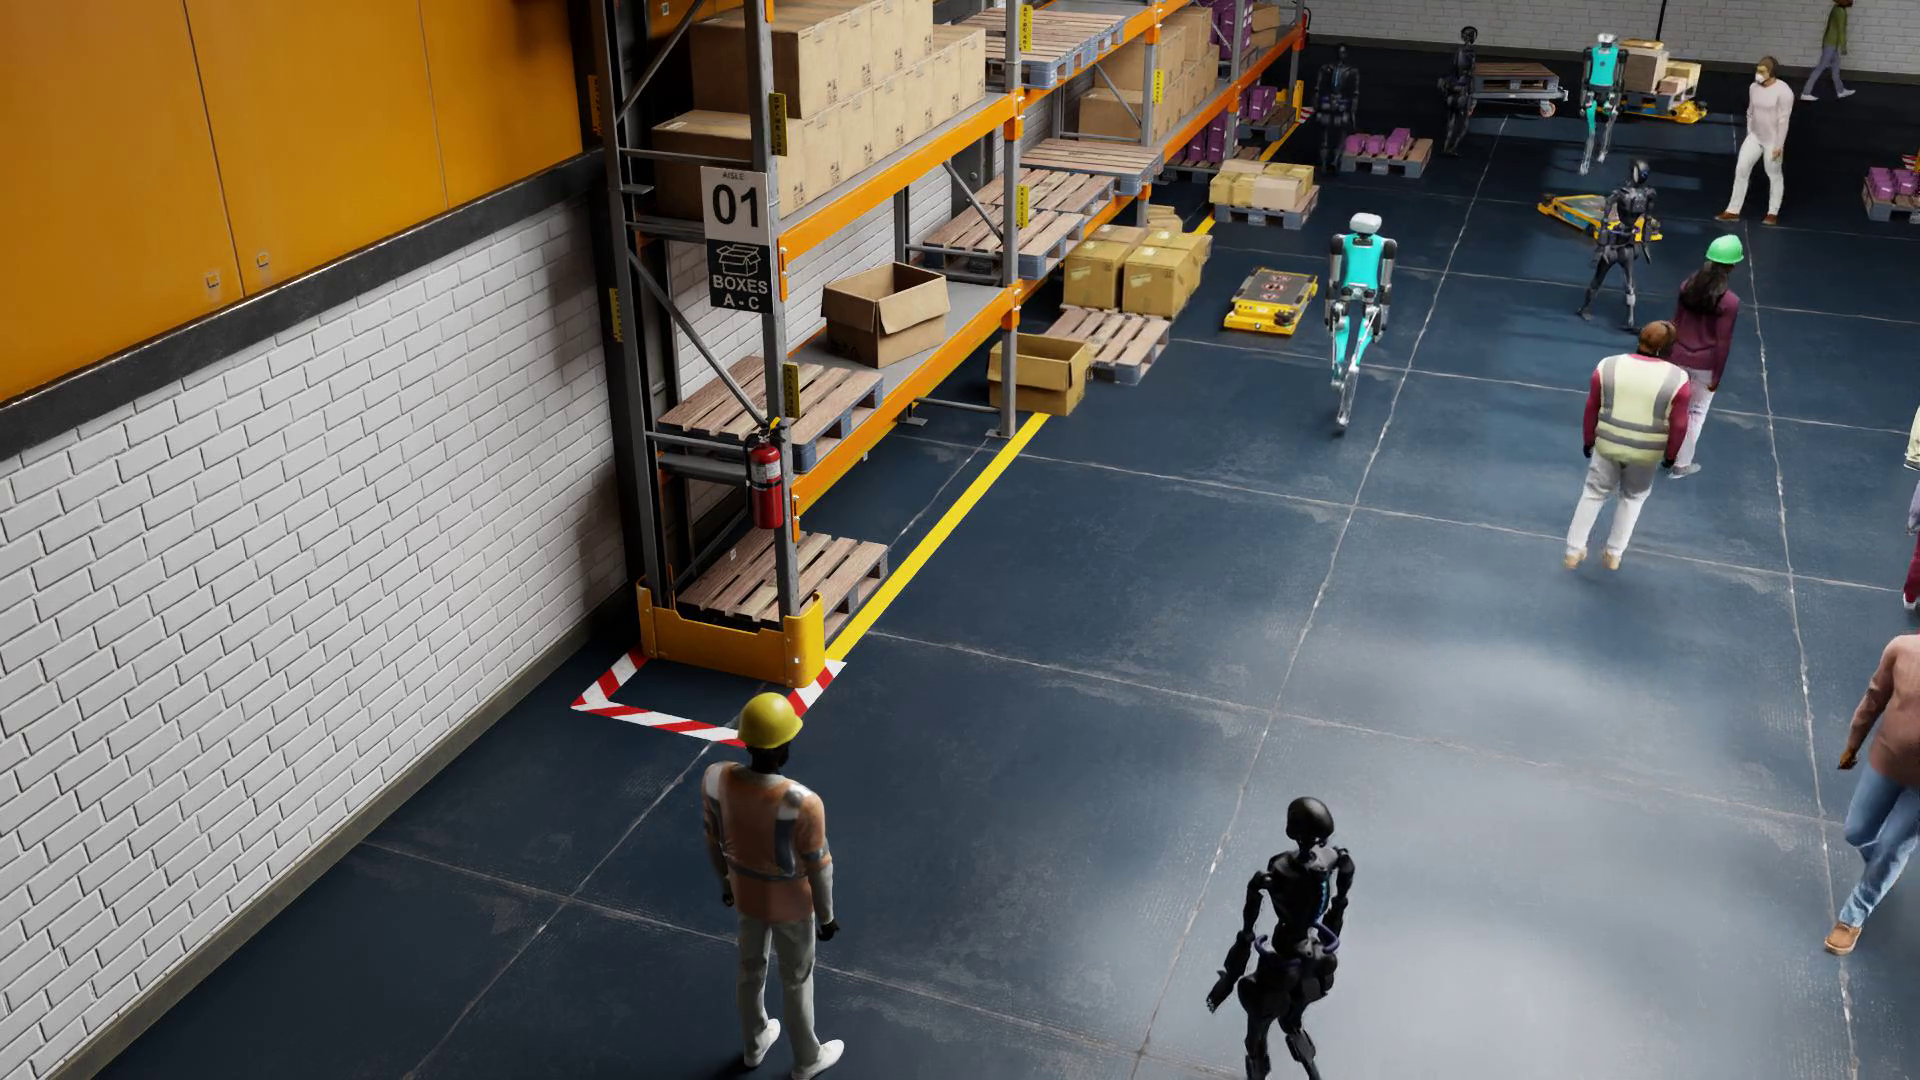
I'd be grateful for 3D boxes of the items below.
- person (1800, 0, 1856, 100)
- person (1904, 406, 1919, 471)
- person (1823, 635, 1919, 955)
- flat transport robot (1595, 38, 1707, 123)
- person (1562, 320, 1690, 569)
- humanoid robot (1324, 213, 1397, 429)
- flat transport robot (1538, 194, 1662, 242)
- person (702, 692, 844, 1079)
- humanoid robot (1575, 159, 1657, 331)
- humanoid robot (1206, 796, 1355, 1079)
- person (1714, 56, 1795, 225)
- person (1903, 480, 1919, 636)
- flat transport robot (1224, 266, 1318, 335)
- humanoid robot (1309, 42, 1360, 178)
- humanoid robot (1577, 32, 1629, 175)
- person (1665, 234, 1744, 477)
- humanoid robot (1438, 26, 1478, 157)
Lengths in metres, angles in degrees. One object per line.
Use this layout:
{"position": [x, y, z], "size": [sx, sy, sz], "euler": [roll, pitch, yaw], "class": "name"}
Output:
{"position": [12.865, -7.226, 24.317], "size": [0.823, 1.597, 0.521], "euler": [7, 28, 12], "class": "person"}
{"position": [7.646, -1.371, 12.798], "size": [0.335, 1.741, 0.562], "euler": [16, 31, 28], "class": "person"}
{"position": [4.520, 1.064, 7.853], "size": [0.646, 1.944, 0.651], "euler": [-23, 35, -38], "class": "person"}
{"position": [9.841, -6.191, 23.759], "size": [1.431, 0.231, 0.659], "euler": [20, 33, 33], "class": "flat transport robot"}
{"position": [4.534, -0.612, 11.261], "size": [0.667, 1.805, 0.452], "euler": [15, 31, 27], "class": "person"}
{"position": [3.169, -1.694, 13.499], "size": [0.532, 1.783, 1.016], "euler": [10, 29, 18], "class": "humanoid robot"}
{"position": [7.232, -3.648, 18.826], "size": [0.659, 0.231, 1.431], "euler": [-7, 28, -13], "class": "flat transport robot"}
{"position": [-0.784, 1.487, 7.058], "size": [0.587, 1.926, 0.366], "euler": [12, 30, 23], "class": "person"}
{"position": [6.236, -2.779, 15.650], "size": [0.601, 1.622, 0.777], "euler": [-8, 28, -15], "class": "humanoid robot"}
{"position": [1.342, 1.772, 6.783], "size": [0.597, 1.648, 0.447], "euler": [-14, 30, -25], "class": "humanoid robot"}
{"position": [9.058, -4.484, 18.707], "size": [0.722, 1.880, 0.632], "euler": [-10, 29, -19], "class": "person"}
{"position": [6.309, -0.139, 10.561], "size": [0.512, 1.596, 0.798], "euler": [16, 31, 28], "class": "person"}
{"position": [3.071, -2.356, 16.320], "size": [0.659, 0.231, 1.431], "euler": [10, 29, 18], "class": "flat transport robot"}
{"position": [4.567, -5.249, 20.400], "size": [0.585, 1.648, 0.469], "euler": [9, 29, 18], "class": "humanoid robot"}
{"position": [8.098, -5.511, 20.914], "size": [0.541, 1.781, 1.035], "euler": [17, 32, 30], "class": "humanoid robot"}
{"position": [5.527, -1.351, 12.546], "size": [0.566, 1.938, 0.502], "euler": [-19, 33, -32], "class": "person"}
{"position": [6.403, -5.743, 21.363], "size": [0.342, 1.645, 0.587], "euler": [-7, 28, -14], "class": "humanoid robot"}
